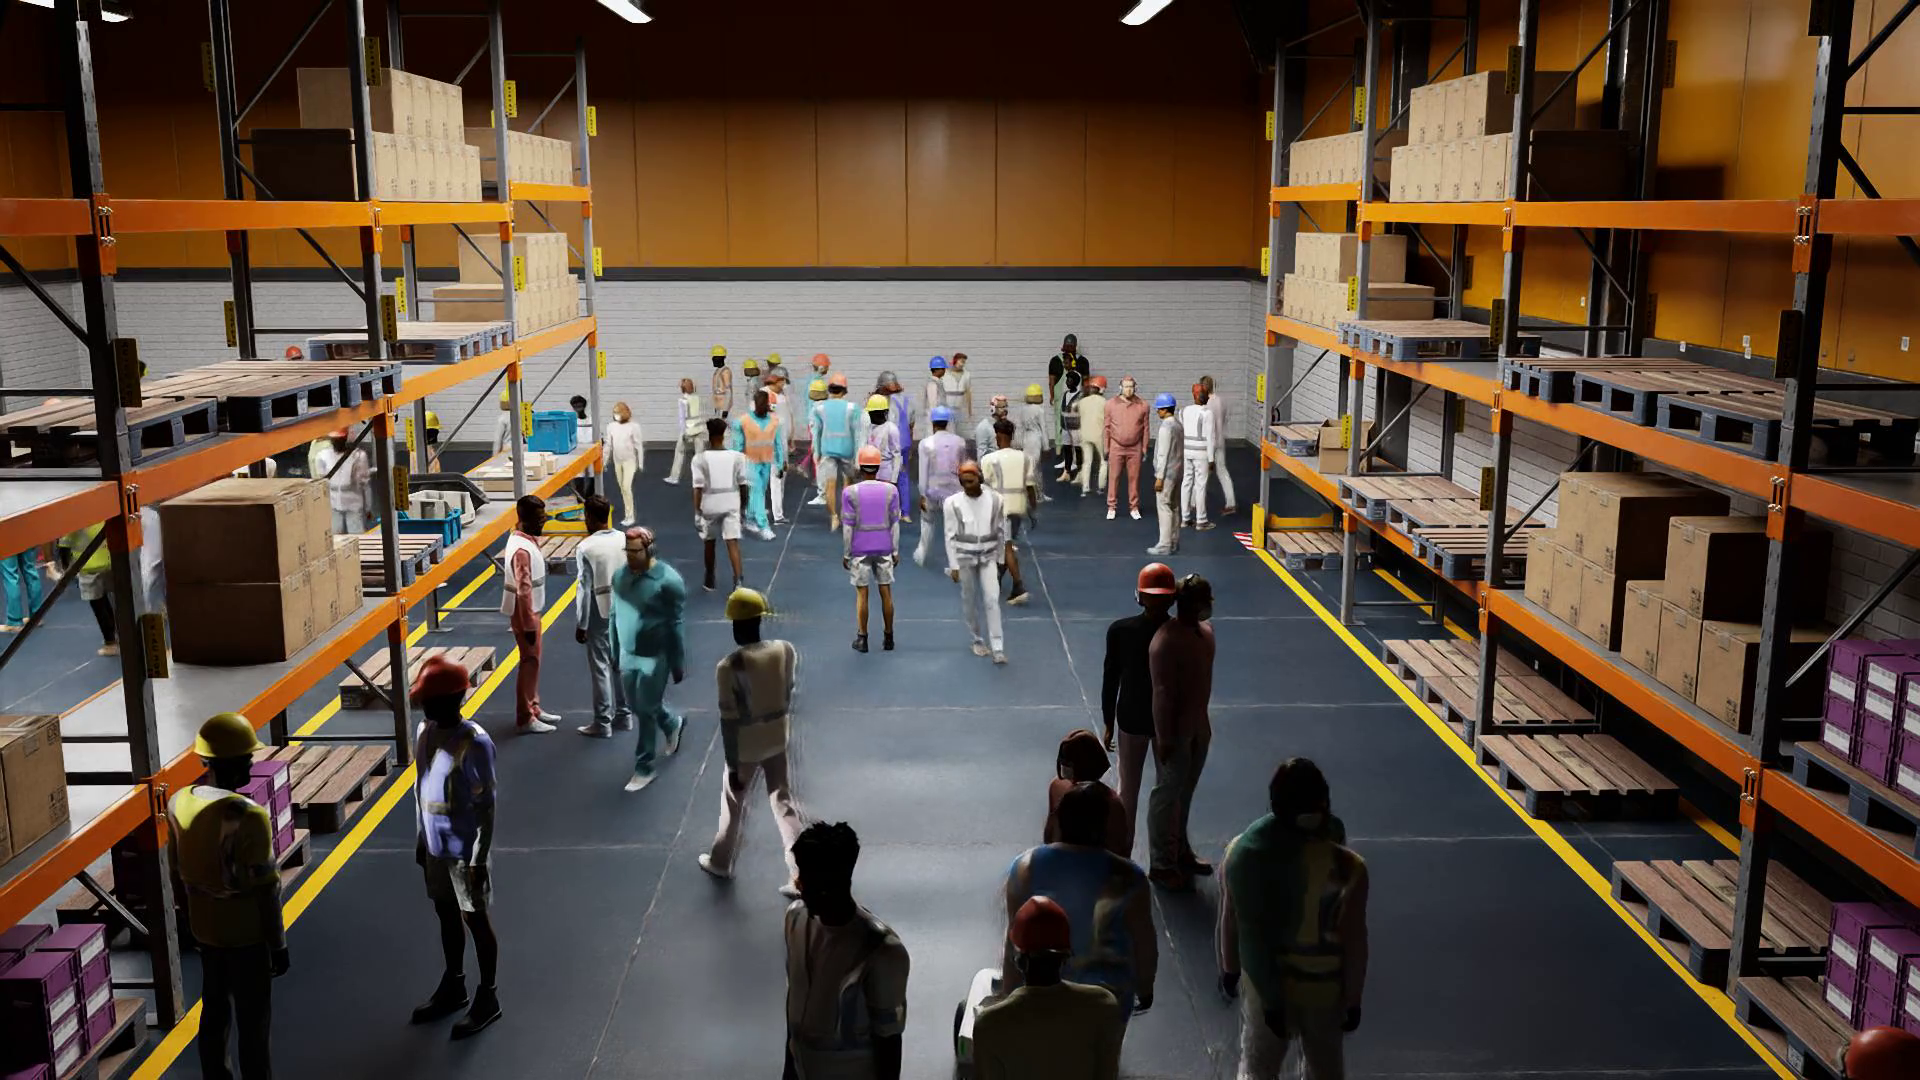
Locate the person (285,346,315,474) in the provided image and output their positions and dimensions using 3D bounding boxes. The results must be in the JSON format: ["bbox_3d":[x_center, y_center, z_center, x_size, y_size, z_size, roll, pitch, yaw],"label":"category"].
[{"bbox_3d":[-10.296,-2.024,25.929,0.408,1.985,0.618,9,15,39],"label":"person"}]

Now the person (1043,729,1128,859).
[{"bbox_3d":[0.594,1.707,8.098,0.266,1.631,0.507,-10,15,-41],"label":"person"}]

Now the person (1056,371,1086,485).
[{"bbox_3d":[1.682,-1.682,24.932,0.318,1.697,0.533,-10,15,-40],"label":"person"}]

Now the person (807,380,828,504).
[{"bbox_3d":[-1.977,-1.367,23.234,0.302,1.744,0.485,3,12,13],"label":"person"}]

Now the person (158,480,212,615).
[{"bbox_3d":[-7.570,-0.107,16.402,0.904,1.956,0.621,2,11,9],"label":"person"}]

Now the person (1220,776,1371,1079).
[{"bbox_3d":[1.378,1.847,6.968,0.651,1.807,0.890,6,13,26],"label":"person"}]

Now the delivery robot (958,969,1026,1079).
[{"bbox_3d":[0.195,2.262,7.793,0.477,0.478,0.707,1,11,7],"label":"delivery robot"}]

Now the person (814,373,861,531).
[{"bbox_3d":[-1.551,-1.157,21.504,0.641,2.009,0.912,1,11,7],"label":"person"}]

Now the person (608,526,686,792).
[{"bbox_3d":[-2.241,0.805,12.036,0.657,1.876,0.836,7,13,30],"label":"person"}]

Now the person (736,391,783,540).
[{"bbox_3d":[-2.518,-0.958,20.916,0.613,1.857,1.006,-7,13,-33],"label":"person"}]

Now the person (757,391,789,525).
[{"bbox_3d":[-2.500,-1.077,21.752,0.562,1.753,0.334,5,12,21],"label":"person"}]

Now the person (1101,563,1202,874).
[{"bbox_3d":[1.165,1.117,10.141,0.612,1.997,0.376,1,11,6],"label":"person"}]

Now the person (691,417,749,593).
[{"bbox_3d":[-2.524,-0.341,17.640,0.613,1.932,0.964,-5,12,-22],"label":"person"}]

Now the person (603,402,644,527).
[{"bbox_3d":[-4.410,-0.977,21.603,0.513,1.611,0.637,5,12,22],"label":"person"}]

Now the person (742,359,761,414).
[{"bbox_3d":[-3.314,-2.024,26.548,0.321,1.738,0.484,1,11,3],"label":"person"}]

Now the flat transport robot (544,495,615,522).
[{"bbox_3d":[-5.316,-0.395,22.068,0.652,0.197,1.431,6,13,29],"label":"flat transport robot"}]

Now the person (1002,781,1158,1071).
[{"bbox_3d":[0.483,1.878,6.850,0.610,1.795,0.929,7,13,30],"label":"person"}]

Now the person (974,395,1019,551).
[{"bbox_3d":[0.472,-0.782,19.891,0.408,1.909,0.642,10,15,42],"label":"person"}]

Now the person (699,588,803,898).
[{"bbox_3d":[-1.225,1.209,9.994,0.597,1.881,0.960,-10,15,-40],"label":"person"}]

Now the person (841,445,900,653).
[{"bbox_3d":[-0.837,0.082,15.479,0.547,1.938,0.379,-3,12,-14],"label":"person"}]

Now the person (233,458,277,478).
[{"bbox_3d":[-7.294,-0.204,17.176,0.560,1.836,0.394,-11,15,-43],"label":"person"}]

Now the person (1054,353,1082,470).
[{"bbox_3d":[1.731,-2.030,26.261,0.329,1.865,0.507,-5,12,-25],"label":"person"}]

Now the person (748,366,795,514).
[{"bbox_3d":[-2.552,-1.399,22.649,0.547,2.000,0.713,7,13,32],"label":"person"}]

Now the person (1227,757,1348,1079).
[{"bbox_3d":[1.407,1.812,6.911,0.650,1.926,0.491,-7,13,-31],"label":"person"}]

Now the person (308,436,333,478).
[{"bbox_3d":[-7.435,-0.604,19.383,0.333,1.760,0.527,-9,15,-39],"label":"person"}]

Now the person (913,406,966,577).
[{"bbox_3d":[-0.250,-0.575,18.863,0.621,1.897,0.990,-5,12,-22],"label":"person"}]

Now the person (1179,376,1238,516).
[{"bbox_3d":[3.384,-1.266,22.399,0.616,1.891,1.038,-7,13,-30],"label":"person"}]

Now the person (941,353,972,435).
[{"bbox_3d":[-0.090,-2.119,26.867,0.580,1.792,0.906,-7,13,-32],"label":"person"}]

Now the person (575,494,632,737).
[{"bbox_3d":[-2.767,0.590,13.022,0.410,1.908,0.598,6,13,29],"label":"person"}]

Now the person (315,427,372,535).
[{"bbox_3d":[-6.587,-0.377,17.814,0.548,1.920,0.522,-1,11,-5],"label":"person"}]

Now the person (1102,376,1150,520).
[{"bbox_3d":[2.201,-1.218,22.065,0.643,1.913,0.411,0,11,-2],"label":"person"}]

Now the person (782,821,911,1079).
[{"bbox_3d":[-0.443,1.951,6.063,0.606,1.957,0.373,11,16,44],"label":"person"}]

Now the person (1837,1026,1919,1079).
[{"bbox_3d":[2.700,2.268,4.983,0.573,1.749,0.342,-10,15,-40],"label":"person"}]

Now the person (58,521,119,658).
[{"bbox_3d":[-7.994,0.248,15.285,0.595,1.672,0.541,6,13,26],"label":"person"}]

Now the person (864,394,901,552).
[{"bbox_3d":[-0.943,-0.781,19.838,0.375,1.922,0.594,-9,14,-37],"label":"person"}]

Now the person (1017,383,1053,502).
[{"bbox_3d":[0.957,-1.325,23.113,0.843,1.708,0.488,-7,13,-30],"label":"person"}]

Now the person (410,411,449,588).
[{"bbox_3d":[-5.784,-0.445,18.151,0.384,1.924,0.594,-3,12,-13],"label":"person"}]

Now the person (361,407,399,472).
[{"bbox_3d":[-9.102,-2.027,26.076,0.593,1.929,0.359,-8,14,-34],"label":"person"}]

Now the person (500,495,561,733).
[{"bbox_3d":[-3.393,0.582,13.062,0.413,1.905,0.611,-2,12,-12],"label":"person"}]

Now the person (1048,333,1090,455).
[{"bbox_3d":[1.834,-2.448,27.908,0.689,2.000,0.538,1,11,7],"label":"person"}]

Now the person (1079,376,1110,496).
[{"bbox_3d":[1.970,-1.496,23.909,0.596,1.726,0.573,8,14,35],"label":"person"}]

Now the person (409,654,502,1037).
[{"bbox_3d":[-2.540,1.509,8.317,0.545,1.942,0.349,8,14,34],"label":"person"}]

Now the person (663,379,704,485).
[{"bbox_3d":[-4.091,-1.599,24.765,0.796,1.603,0.515,7,13,31],"label":"person"}]

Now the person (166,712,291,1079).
[{"bbox_3d":[-3.211,1.700,7.393,0.594,1.925,0.379,5,12,25],"label":"person"}]

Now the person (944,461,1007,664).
[{"bbox_3d":[0.163,0.214,15.036,0.590,1.845,0.912,-2,11,-10],"label":"person"}]

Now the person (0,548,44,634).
[{"bbox_3d":[-9.220,-0.009,16.171,0.345,1.847,0.508,4,12,20],"label":"person"}]

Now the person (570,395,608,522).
[{"bbox_3d":[-4.965,-1.093,22.010,0.582,1.677,0.513,-5,12,-25],"label":"person"}]

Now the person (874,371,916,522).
[{"bbox_3d":[-0.922,-1.222,21.760,0.535,2.000,0.723,9,14,37],"label":"person"}]

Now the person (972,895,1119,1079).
[{"bbox_3d":[0.283,2.092,5.863,0.559,1.751,0.326,-5,12,-24],"label":"person"}]

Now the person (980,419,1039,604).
[{"bbox_3d":[0.497,-0.315,17.558,0.653,1.911,1.031,-6,13,-27],"label":"person"}]

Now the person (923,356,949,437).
[{"bbox_3d":[-0.355,-1.752,24.648,0.392,1.949,0.602,0,11,2],"label":"person"}]

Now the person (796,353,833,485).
[{"bbox_3d":[-2.111,-1.786,24.751,0.488,1.982,0.632,-3,12,-15],"label":"person"}]

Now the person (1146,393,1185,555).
[{"bbox_3d":[2.479,-0.791,19.885,0.418,1.933,0.616,5,12,23],"label":"person"}]

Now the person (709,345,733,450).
[{"bbox_3d":[-3.846,-2.173,26.812,0.366,1.926,0.592,-5,12,-23],"label":"person"}]

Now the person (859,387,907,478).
[{"bbox_3d":[-0.969,-0.979,20.924,0.605,1.891,0.584,5,12,24],"label":"person"}]

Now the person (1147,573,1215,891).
[{"bbox_3d":[1.360,1.145,10.150,0.354,1.936,0.635,7,14,33],"label":"person"}]

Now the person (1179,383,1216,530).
[{"bbox_3d":[3.055,-1.075,21.420,0.360,1.884,0.574,-9,14,-38],"label":"person"}]

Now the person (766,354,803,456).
[{"bbox_3d":[-3.137,-2.257,27.769,0.921,1.718,0.523,-2,11,-8],"label":"person"}]
